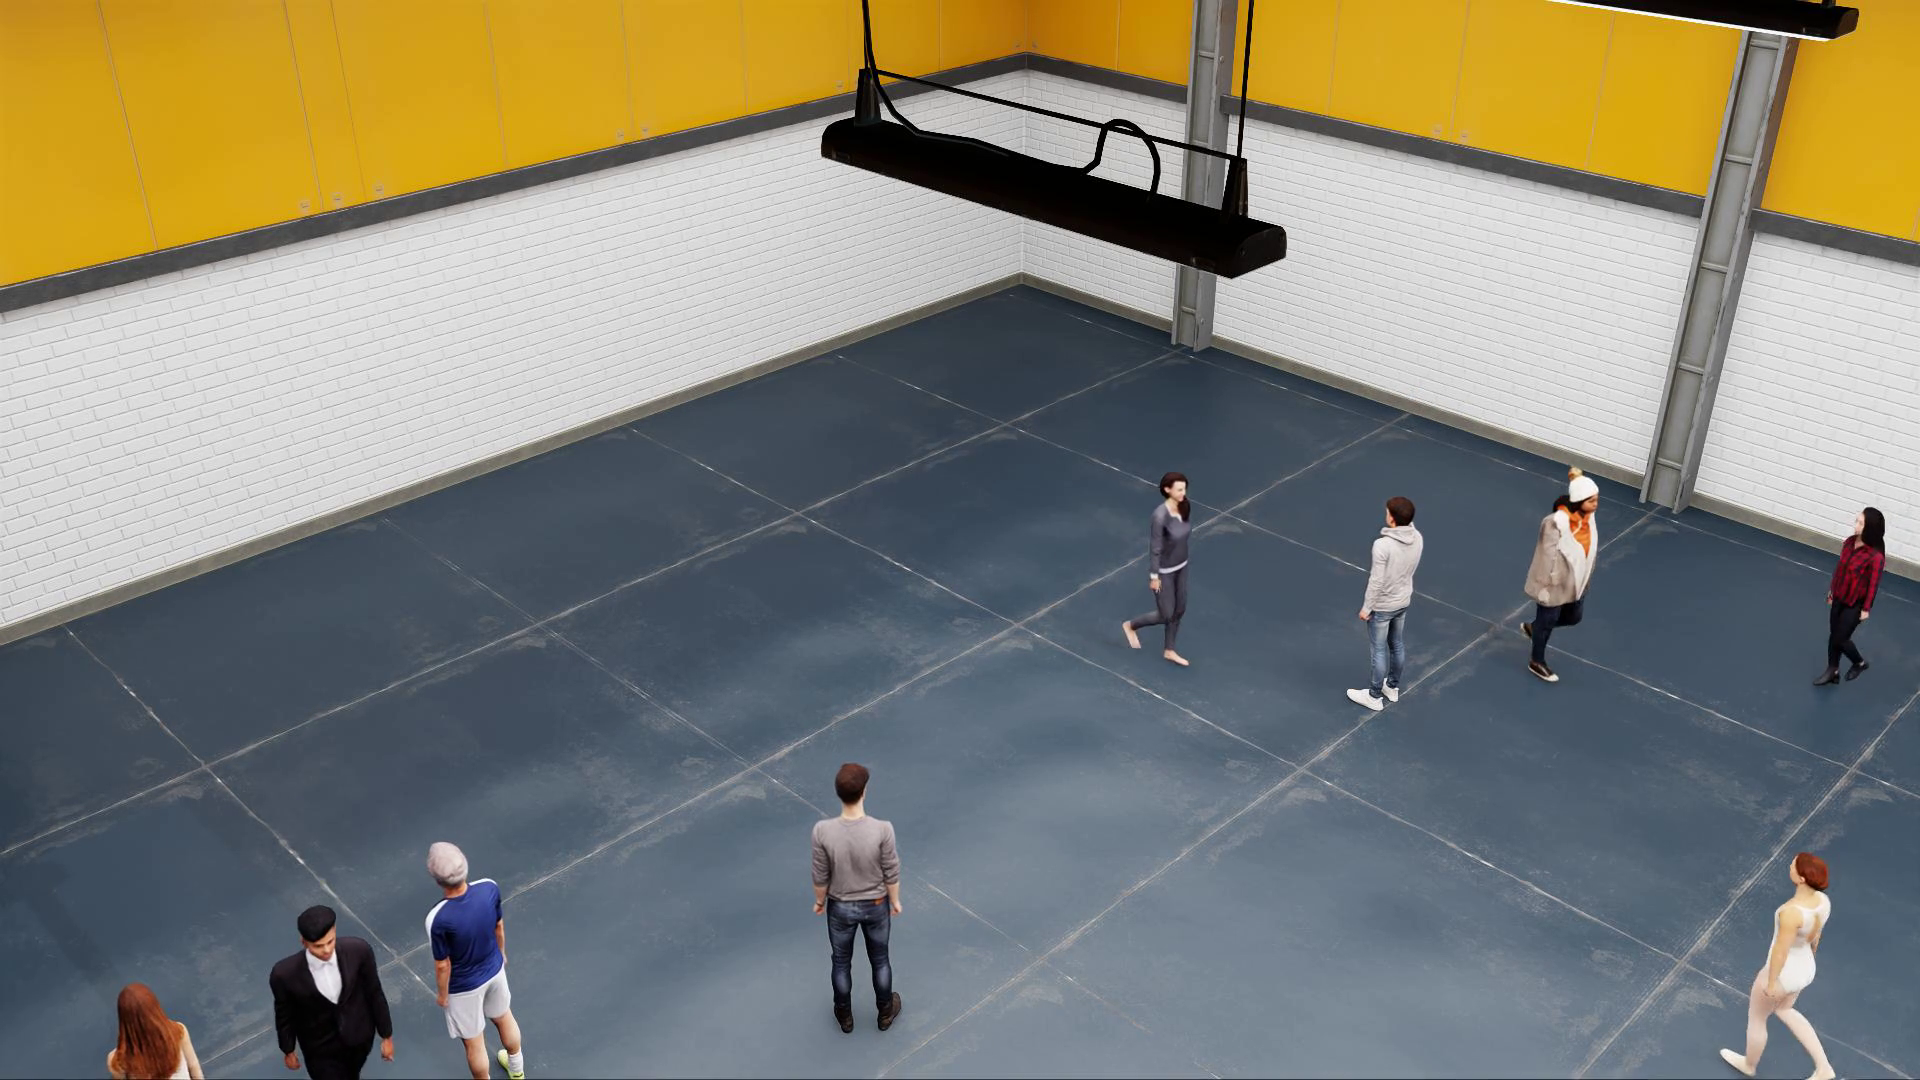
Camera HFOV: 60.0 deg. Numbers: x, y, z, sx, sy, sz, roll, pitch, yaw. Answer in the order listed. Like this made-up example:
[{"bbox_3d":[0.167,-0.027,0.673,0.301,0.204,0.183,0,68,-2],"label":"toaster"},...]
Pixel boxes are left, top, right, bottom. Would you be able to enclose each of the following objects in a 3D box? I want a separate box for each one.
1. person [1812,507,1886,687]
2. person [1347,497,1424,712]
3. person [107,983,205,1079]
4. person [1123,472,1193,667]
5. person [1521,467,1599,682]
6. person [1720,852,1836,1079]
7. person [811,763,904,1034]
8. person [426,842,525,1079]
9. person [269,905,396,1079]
[{"bbox_3d":[7.285,0.478,13.437,0.818,1.647,0.760,-3,29,-6],"label":"person"},{"bbox_3d":[3.410,0.495,13.191,0.689,1.853,0.600,-20,35,-33],"label":"person"},{"bbox_3d":[-4.141,3.016,8.707,0.574,1.721,0.500,-24,37,-37],"label":"person"},{"bbox_3d":[1.666,0.214,13.807,0.863,1.756,0.670,20,35,33],"label":"person"},{"bbox_3d":[4.848,0.242,13.627,0.786,1.880,0.888,-17,33,-28],"label":"person"},{"bbox_3d":[4.877,2.558,9.645,0.638,1.626,0.861,-19,34,-31],"label":"person"},{"bbox_3d":[-0.617,2.191,10.035,0.769,1.898,0.826,0,29,0],"label":"person"},{"bbox_3d":[-2.793,2.493,9.550,0.604,1.832,0.667,19,34,31],"label":"person"},{"bbox_3d":[-3.454,2.694,9.187,0.865,1.826,1.237,-18,33,-29],"label":"person"}]
